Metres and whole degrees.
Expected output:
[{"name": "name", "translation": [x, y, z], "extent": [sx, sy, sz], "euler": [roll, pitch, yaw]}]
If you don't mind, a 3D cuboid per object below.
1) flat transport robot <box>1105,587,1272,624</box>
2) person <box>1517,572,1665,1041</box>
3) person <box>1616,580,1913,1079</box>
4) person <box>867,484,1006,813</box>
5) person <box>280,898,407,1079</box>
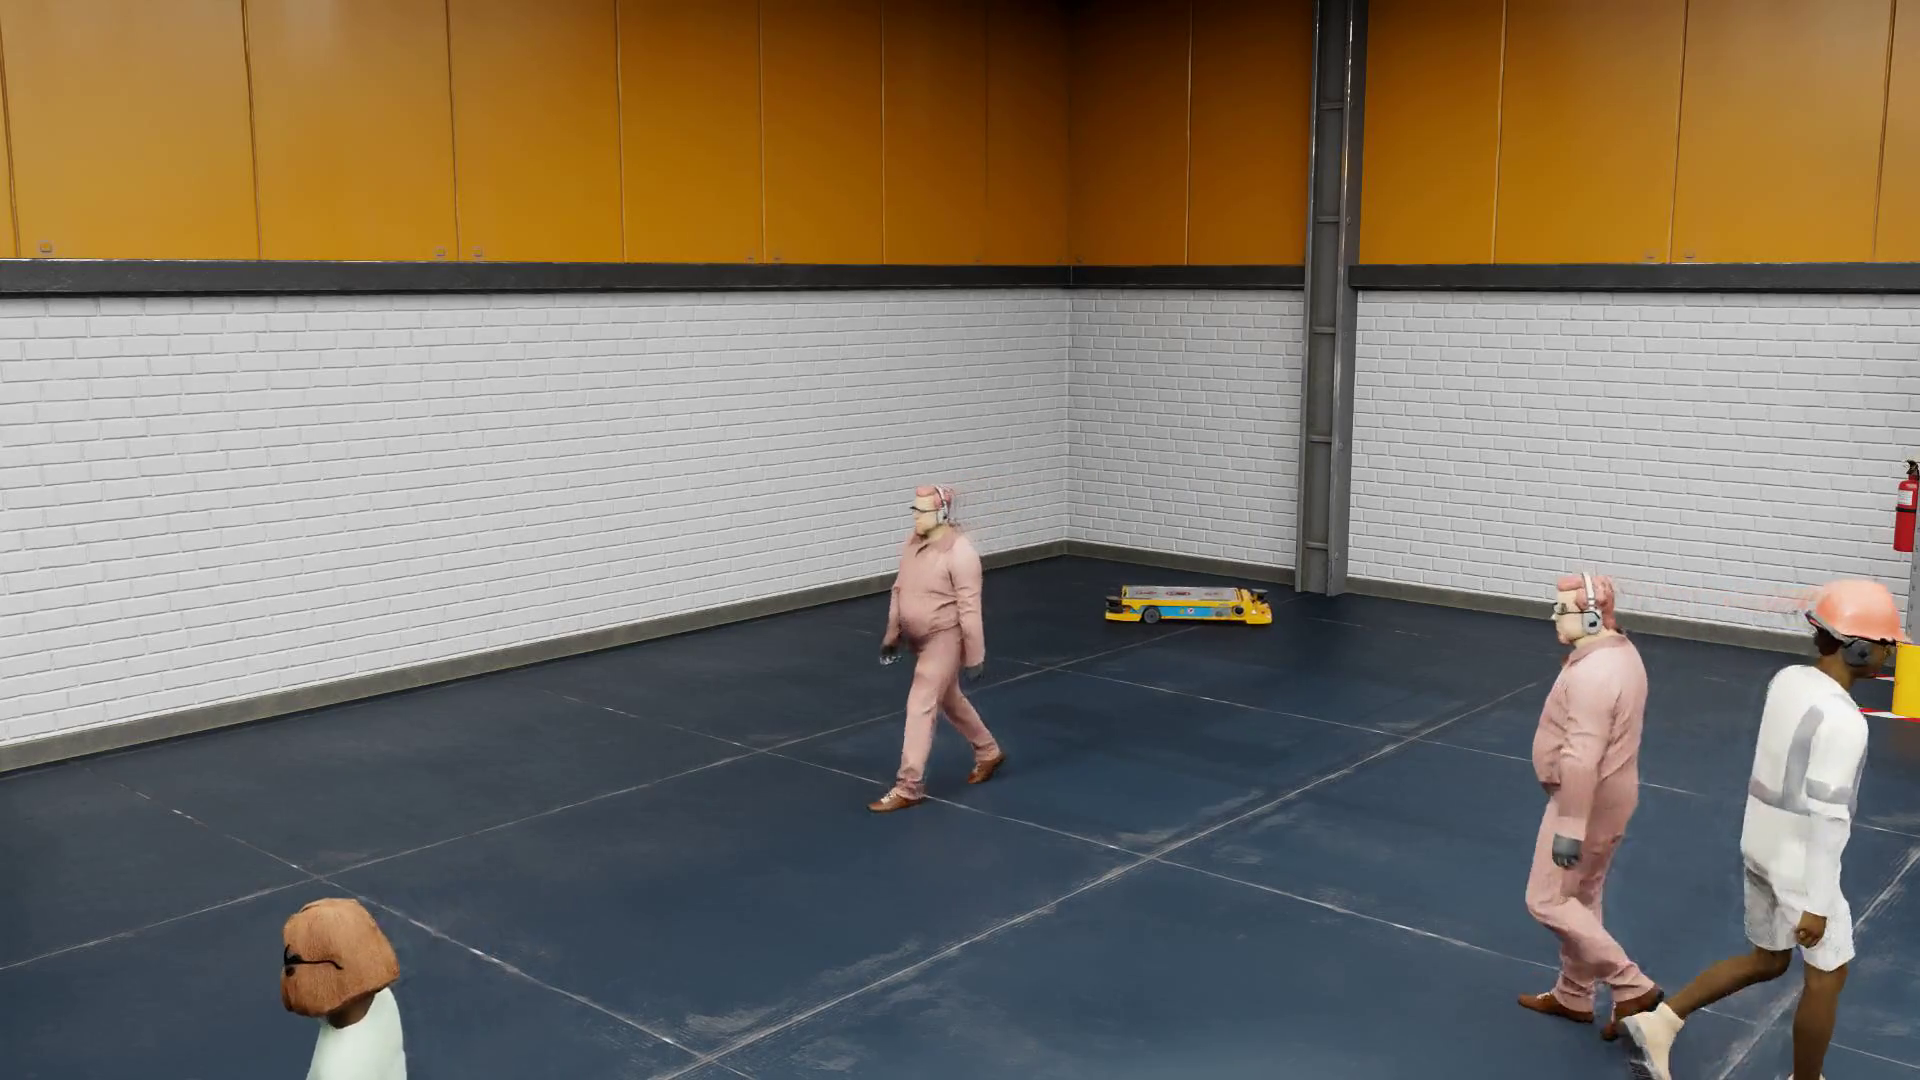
[{"name": "flat transport robot", "translation": [2.009, 0.566, 14.704], "extent": [1.431, 0.197, 0.652], "euler": [1, 9, 6]}, {"name": "person", "translation": [2.511, 1.057, 6.571], "extent": [0.497, 1.886, 0.678], "euler": [6, 11, 34]}, {"name": "person", "translation": [2.827, 1.114, 5.835], "extent": [0.807, 2.010, 0.622], "euler": [0, 9, 3]}, {"name": "person", "translation": [-0.102, 0.587, 9.610], "extent": [0.989, 1.867, 0.638], "euler": [-5, 10, -30]}, {"name": "person", "translation": [-1.392, 1.611, 4.000], "extent": [0.853, 1.595, 0.494], "euler": [-1, 9, -5]}]
